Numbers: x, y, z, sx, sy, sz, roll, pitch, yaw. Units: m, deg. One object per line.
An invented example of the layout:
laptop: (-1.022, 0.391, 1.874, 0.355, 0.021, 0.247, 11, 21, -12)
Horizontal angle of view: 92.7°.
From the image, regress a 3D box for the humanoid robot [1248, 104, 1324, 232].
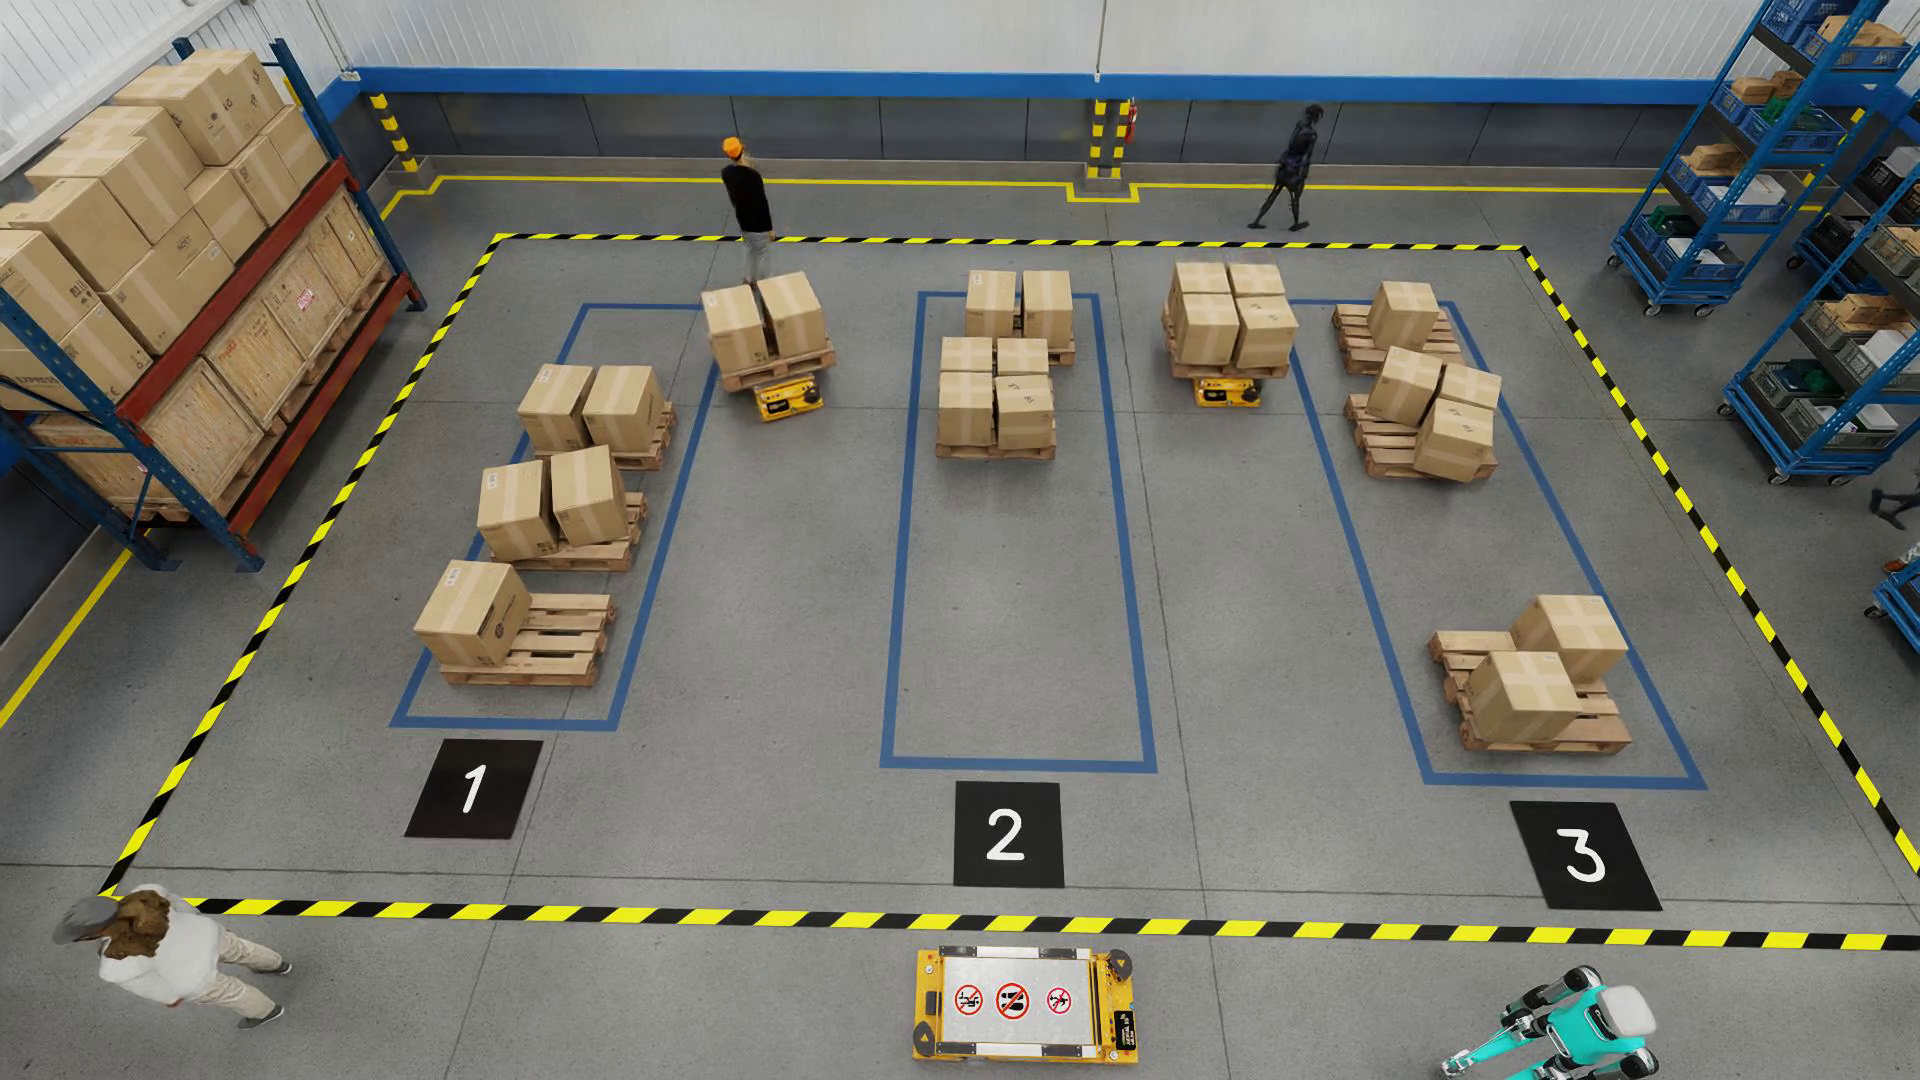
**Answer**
humanoid robot: (4.136, -4.588, 11.345, 0.771, 1.627, 0.590, -8, 51, -6)

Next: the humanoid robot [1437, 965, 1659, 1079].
humanoid robot: (3.098, 2.883, 5.101, 0.735, 1.677, 0.533, -12, 52, -10)

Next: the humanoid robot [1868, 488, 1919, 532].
humanoid robot: (8.940, -0.750, 8.197, 0.600, 1.645, 0.408, -14, 52, -11)

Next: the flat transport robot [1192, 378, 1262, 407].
flat transport robot: (2.865, -2.022, 10.116, 0.652, 0.197, 1.431, 1, 51, 1)

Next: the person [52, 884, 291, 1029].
person: (-4.620, 2.491, 5.486, 0.397, 1.769, 0.568, -10, 51, -8)

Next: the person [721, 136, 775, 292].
person: (-2.346, -3.608, 10.419, 0.674, 1.843, 0.360, 32, 58, 23)

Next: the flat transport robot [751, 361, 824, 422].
flat transport robot: (-2.014, -1.898, 10.015, 0.652, 0.197, 1.431, -18, 53, -14)

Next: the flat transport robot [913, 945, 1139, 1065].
flat transport robot: (0.422, 3.041, 6.007, 1.431, 0.231, 0.659, 1, 51, 1)

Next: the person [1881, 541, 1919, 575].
person: (8.694, -0.244, 7.607, 0.359, 1.938, 0.636, -23, 54, -18)
